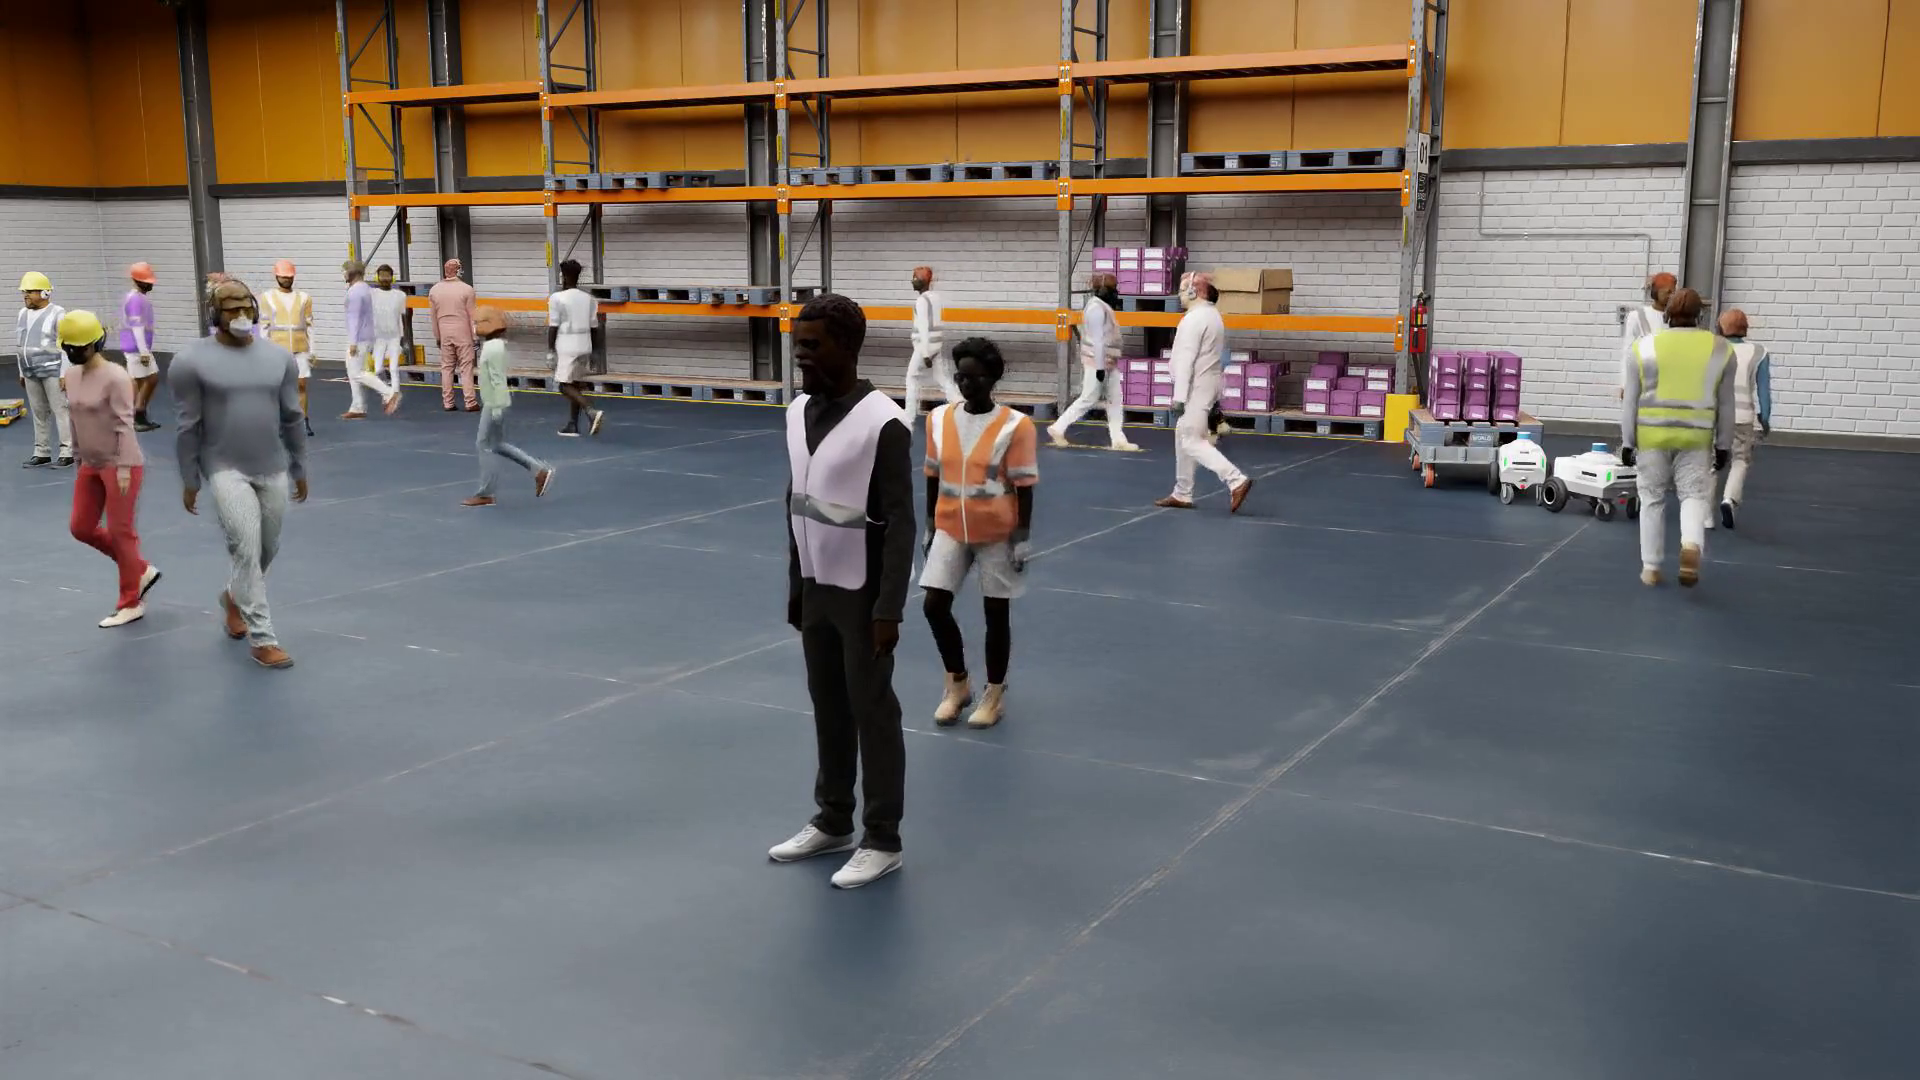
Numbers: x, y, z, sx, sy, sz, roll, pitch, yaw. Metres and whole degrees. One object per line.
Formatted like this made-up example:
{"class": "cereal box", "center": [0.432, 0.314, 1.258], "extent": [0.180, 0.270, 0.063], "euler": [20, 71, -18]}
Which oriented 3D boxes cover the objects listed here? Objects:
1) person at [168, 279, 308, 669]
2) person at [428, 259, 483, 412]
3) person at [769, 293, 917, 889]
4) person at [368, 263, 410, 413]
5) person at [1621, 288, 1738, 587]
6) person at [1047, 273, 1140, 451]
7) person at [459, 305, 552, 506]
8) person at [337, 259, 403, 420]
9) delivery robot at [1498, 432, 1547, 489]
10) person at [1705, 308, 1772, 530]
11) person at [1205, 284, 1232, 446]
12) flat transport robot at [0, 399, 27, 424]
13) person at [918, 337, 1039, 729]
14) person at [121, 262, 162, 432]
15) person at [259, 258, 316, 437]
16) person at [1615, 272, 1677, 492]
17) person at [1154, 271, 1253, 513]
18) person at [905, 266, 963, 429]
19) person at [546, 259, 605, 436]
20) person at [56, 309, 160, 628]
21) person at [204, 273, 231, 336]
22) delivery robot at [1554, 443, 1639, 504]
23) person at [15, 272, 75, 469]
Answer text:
{"class": "person", "center": [-3.622, -0.351, 8.366], "extent": [0.891, 1.914, 0.637], "euler": [10, 14, 44]}
{"class": "person", "center": [-6.291, -2.554, 20.835], "extent": [0.642, 1.909, 0.410], "euler": [2, 10, 13]}
{"class": "person", "center": [-0.362, 0.161, 5.427], "extent": [0.395, 1.919, 0.590], "euler": [-8, 13, -39]}
{"class": "person", "center": [-7.159, -2.523, 20.795], "extent": [0.530, 1.858, 0.609], "euler": [-2, 10, -14]}
{"class": "person", "center": [4.295, -0.594, 9.985], "extent": [0.631, 1.827, 0.632], "euler": [3, 11, 19]}
{"class": "person", "center": [1.344, -1.789, 16.814], "extent": [0.878, 1.812, 0.617], "euler": [3, 10, 16]}
{"class": "person", "center": [-3.655, -1.070, 13.275], "extent": [0.664, 1.608, 0.504], "euler": [-3, 10, -14]}
{"class": "person", "center": [-7.062, -2.364, 19.734], "extent": [0.675, 1.918, 0.638], "euler": [-3, 10, -14]}
{"class": "delivery robot", "center": [4.580, -0.638, 13.546], "extent": [0.477, 0.478, 0.707], "euler": [3, 10, 16]}
{"class": "person", "center": [5.563, -0.863, 12.051], "extent": [0.581, 1.622, 0.413], "euler": [4, 11, 23]}
{"class": "person", "center": [2.589, -1.809, 17.235], "extent": [0.356, 1.677, 0.556], "euler": [4, 11, 21]}
{"class": "flat transport robot", "center": [-11.453, -1.507, 19.540], "extent": [0.652, 0.197, 1.431], "euler": [-4, 11, -20]}
{"class": "person", "center": [0.059, -0.014, 7.056], "extent": [0.552, 1.682, 0.434], "euler": [5, 11, 24]}
{"class": "person", "center": [-9.137, -2.138, 18.511], "extent": [0.580, 1.890, 0.559], "euler": [-2, 10, -12]}
{"class": "person", "center": [-7.286, -2.078, 18.062], "extent": [0.551, 1.932, 0.378], "euler": [-6, 12, -31]}
{"class": "person", "center": [5.922, -1.371, 14.294], "extent": [0.588, 1.858, 0.828], "euler": [-3, 10, -14]}
{"class": "person", "center": [1.910, -1.141, 12.914], "extent": [0.764, 1.881, 0.644], "euler": [4, 11, 21]}
{"class": "person", "center": [-0.297, -2.149, 18.711], "extent": [0.923, 1.851, 0.567], "euler": [4, 11, 23]}
{"class": "person", "center": [-4.120, -2.050, 17.897], "extent": [0.762, 1.935, 0.611], "euler": [7, 12, 35]}
{"class": "person", "center": [-4.653, -0.396, 9.100], "extent": [0.564, 1.728, 0.509], "euler": [5, 11, 26]}
{"class": "person", "center": [-6.895, -1.559, 15.458], "extent": [0.797, 1.817, 0.575], "euler": [-2, 10, -10]}
{"class": "delivery robot", "center": [4.893, -0.499, 12.763], "extent": [0.477, 0.478, 0.707], "euler": [-3, 10, -16]}
{"class": "person", "center": [-8.538, -1.567, 15.493], "extent": [0.598, 1.834, 0.404], "euler": [3, 10, 16]}
